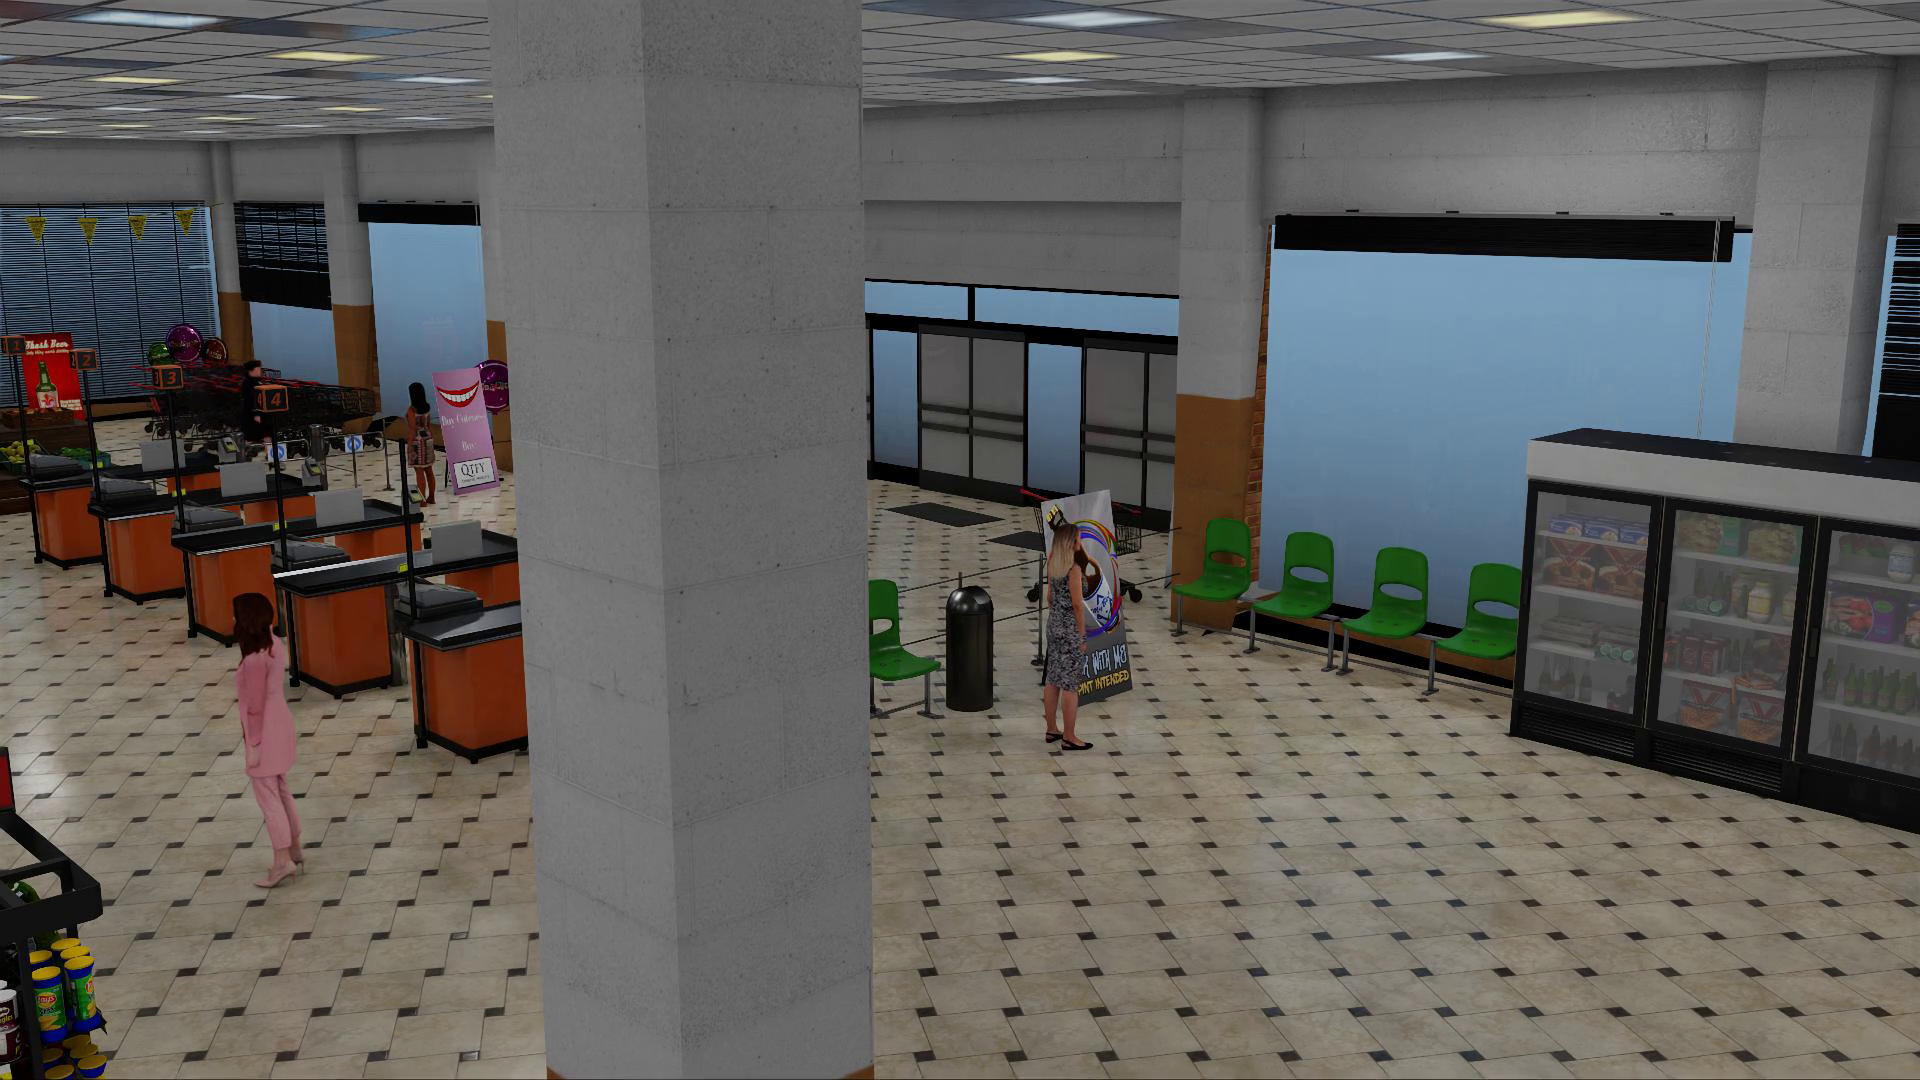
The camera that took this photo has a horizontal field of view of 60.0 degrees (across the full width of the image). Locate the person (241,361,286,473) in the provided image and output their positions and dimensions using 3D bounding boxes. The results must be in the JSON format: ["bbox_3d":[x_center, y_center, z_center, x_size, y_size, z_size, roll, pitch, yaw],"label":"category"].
[{"bbox_3d":[-10.428,-1.780,24.430,1.139,1.639,1.119,1,12,6],"label":"person"}]

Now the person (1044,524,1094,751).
[{"bbox_3d":[0.777,0.714,12.425,0.580,1.705,0.615,-7,14,-28],"label":"person"}]

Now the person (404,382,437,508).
[{"bbox_3d":[-7.133,-1.271,21.995,0.784,1.645,0.638,4,12,18],"label":"person"}]

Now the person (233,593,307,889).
[{"bbox_3d":[-4.124,1.188,9.943,0.710,1.800,0.677,-2,12,-7],"label":"person"}]
